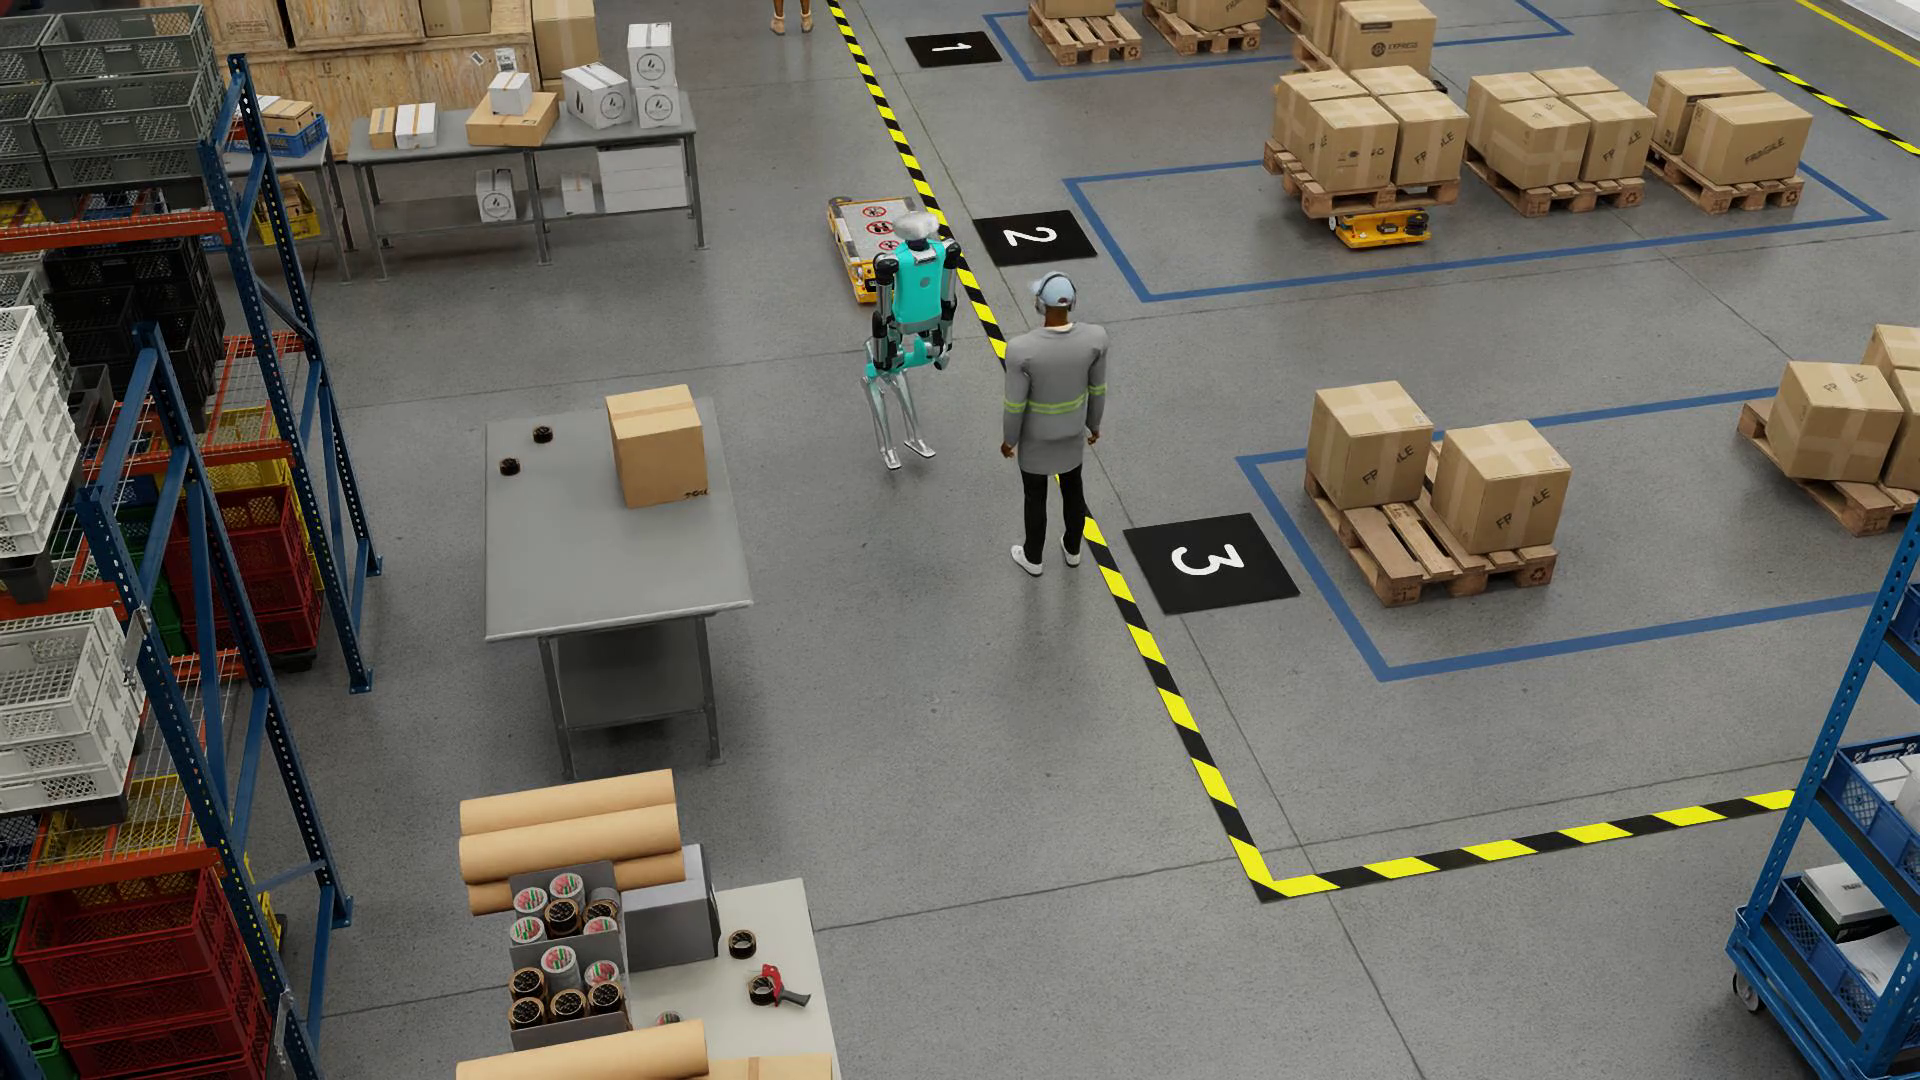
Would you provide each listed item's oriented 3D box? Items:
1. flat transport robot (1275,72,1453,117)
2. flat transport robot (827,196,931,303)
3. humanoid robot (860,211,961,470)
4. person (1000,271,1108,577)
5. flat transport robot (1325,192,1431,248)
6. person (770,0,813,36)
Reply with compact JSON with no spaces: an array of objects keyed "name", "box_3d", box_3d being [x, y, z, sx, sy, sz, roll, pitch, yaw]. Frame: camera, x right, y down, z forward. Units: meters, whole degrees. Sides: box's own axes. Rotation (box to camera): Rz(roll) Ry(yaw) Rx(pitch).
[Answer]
[{"name":"flat transport robot","box_3d":[3.648,-4.083,15.019,1.431,0.197,0.652,-8,37,-10]},{"name":"flat transport robot","box_3d":[-0.570,-2.220,12.538,0.659,0.231,1.431,-8,37,-10]},{"name":"humanoid robot","box_3d":[-0.363,-1.244,9.882,0.533,1.678,0.735,-18,40,-23]},{"name":"person","box_3d":[0.494,-0.631,9.076,0.599,1.850,0.391,-12,38,-15]},{"name":"flat transport robot","box_3d":[3.134,-2.740,13.213,0.652,0.197,1.431,-8,37,-10]},{"name":"person","box_3d":[-1.684,-5.895,15.988,0.606,2.048,0.366,-8,37,-10]}]
